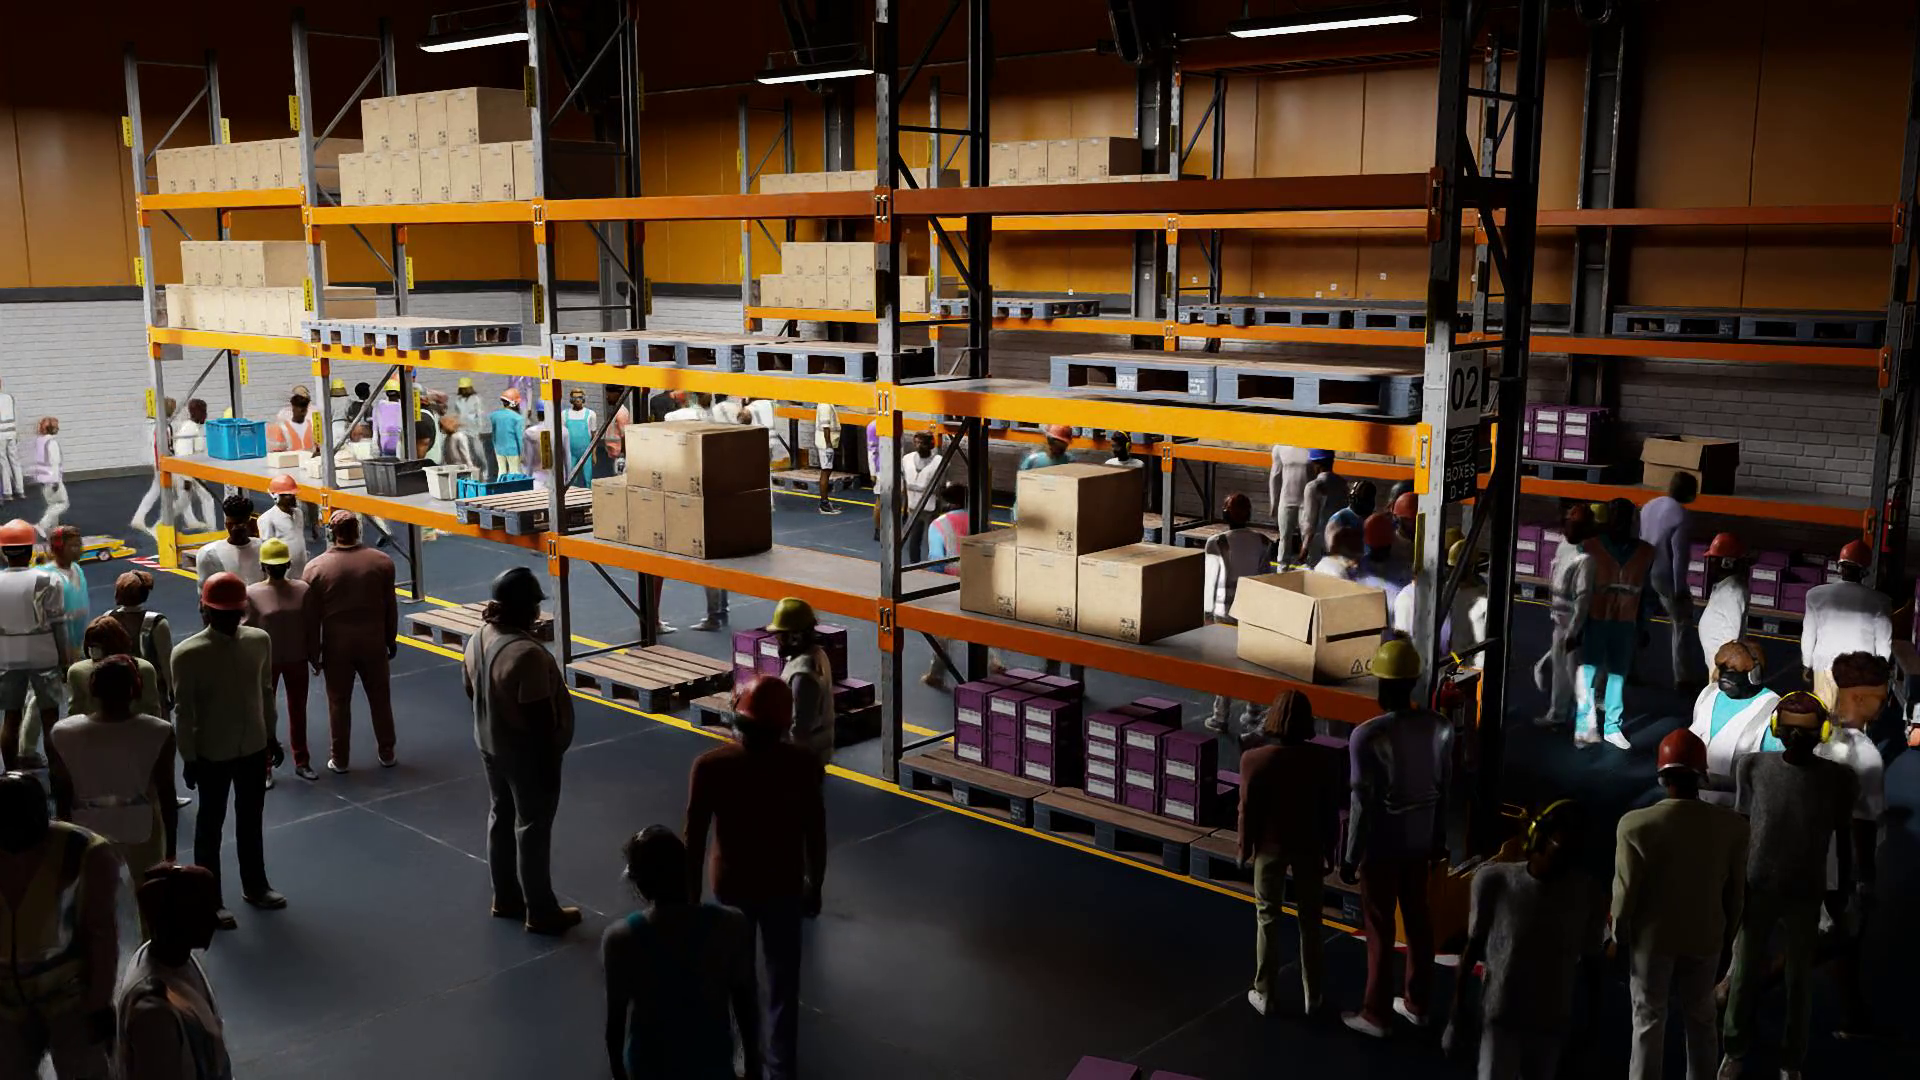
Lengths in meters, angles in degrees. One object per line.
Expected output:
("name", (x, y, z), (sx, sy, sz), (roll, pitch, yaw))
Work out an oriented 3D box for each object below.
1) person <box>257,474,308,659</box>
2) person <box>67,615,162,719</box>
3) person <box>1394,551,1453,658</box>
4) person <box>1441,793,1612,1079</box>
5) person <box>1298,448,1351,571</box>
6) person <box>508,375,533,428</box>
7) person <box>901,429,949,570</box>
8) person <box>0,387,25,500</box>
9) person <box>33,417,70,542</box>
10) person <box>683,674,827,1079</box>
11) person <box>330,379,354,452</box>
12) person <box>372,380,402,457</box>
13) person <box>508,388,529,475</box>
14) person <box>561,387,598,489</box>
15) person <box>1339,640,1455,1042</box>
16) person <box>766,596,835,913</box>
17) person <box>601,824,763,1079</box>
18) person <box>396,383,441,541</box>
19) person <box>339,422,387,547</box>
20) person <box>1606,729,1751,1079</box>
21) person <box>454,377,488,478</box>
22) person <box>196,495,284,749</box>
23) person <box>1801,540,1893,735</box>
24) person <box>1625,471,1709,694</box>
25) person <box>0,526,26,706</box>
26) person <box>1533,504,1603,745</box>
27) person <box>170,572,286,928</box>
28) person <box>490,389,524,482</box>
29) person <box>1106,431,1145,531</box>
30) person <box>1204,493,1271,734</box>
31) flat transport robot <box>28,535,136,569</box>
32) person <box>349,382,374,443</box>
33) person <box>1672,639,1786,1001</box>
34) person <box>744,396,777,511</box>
("person", (-6.032, 0.275, 14.948), (0.326, 1.752, 0.559), (2, 10, 12))
("person", (-4.979, 1.242, 9.818), (0.507, 1.632, 0.278), (-2, 10, -10))
("person", (3.099, 0.897, 11.219), (0.530, 1.827, 0.485), (-6, 12, -32))
("person", (2.056, 1.804, 6.048), (0.549, 1.844, 0.389), (1, 10, 7))
("person", (3.456, 0.024, 15.829), (0.603, 1.944, 0.391), (-8, 13, -40))
("person", (-7.677, -2.334, 28.947), (0.610, 2.028, 0.408), (8, 13, 37))
("person", (-0.367, -0.305, 18.006), (0.562, 1.833, 0.390), (6, 12, 32))
("person", (-14.296, -1.526, 24.811), (0.365, 1.875, 0.578), (3, 10, 17))
("person", (-11.589, -0.754, 21.134), (0.519, 1.624, 0.423), (8, 13, 37))
("person", (-0.890, 1.541, 7.235), (0.639, 1.941, 0.968), (-1, 10, -6))
("person", (-9.579, -1.623, 25.719), (0.487, 1.740, 0.312), (-4, 11, -21))
("person", (-7.919, -1.291, 23.358), (0.610, 1.912, 0.417), (1, 10, 4))
("person", (-6.589, -1.405, 24.579), (0.592, 1.704, 0.603), (6, 12, 30))
("person", (-5.251, -1.179, 22.906), (0.514, 1.845, 0.333), (0, 10, -1))
("person", (2.065, 1.426, 7.950), (0.594, 1.924, 0.382), (-5, 11, -25))
("person", (-0.912, 1.217, 9.426), (0.404, 1.829, 0.596), (0, 10, -2))
("person", (-0.964, 1.855, 5.840), (0.540, 1.817, 0.574), (-2, 10, -9))
("person", (-6.959, -1.007, 21.382), (0.536, 2.000, 0.682), (-1, 10, -6))
("person", (-7.389, -0.663, 20.620), (0.525, 1.615, 0.549), (8, 13, 38))
("person", (3.036, 1.664, 7.101), (0.563, 1.748, 0.340), (0, 10, 0))
("person", (-7.796, -1.752, 26.494), (0.491, 1.722, 0.721), (1, 10, 4))
("person", (-5.314, 0.631, 12.344), (0.608, 1.962, 0.374), (-9, 13, -40))
("person", (6.172, 0.867, 11.598), (0.567, 1.751, 0.329), (8, 13, 37))
("person", (6.027, 0.353, 14.137), (0.635, 1.903, 0.721), (-3, 10, -16))
("person", (-7.870, 0.499, 13.462), (0.501, 1.838, 0.339), (-4, 11, -20))
("person", (4.693, 0.624, 12.718), (0.373, 1.852, 0.701), (0, 10, 2))
("person", (-4.075, 1.151, 9.319), (0.394, 1.990, 0.618), (6, 12, 32))
("person", (-6.430, -1.282, 23.797), (0.573, 1.738, 0.352), (5, 11, 26))
("person", (1.713, -0.231, 17.540), (0.519, 1.856, 0.350), (8, 13, 37))
("person", (2.146, 0.567, 12.957), (0.577, 1.876, 0.360), (-3, 11, -19))
("flat transport robot", (-10.697, 0.152, 19.834), (0.652, 0.197, 1.431), (7, 12, 33))
("person", (-9.177, -1.585, 25.617), (0.540, 1.697, 0.317), (7, 12, 35))
("person", (3.875, 1.393, 8.393), (0.429, 1.840, 0.624), (-3, 11, -19))
("person", (-2.883, -1.341, 23.795), (0.660, 1.852, 0.605), (8, 13, 38))
